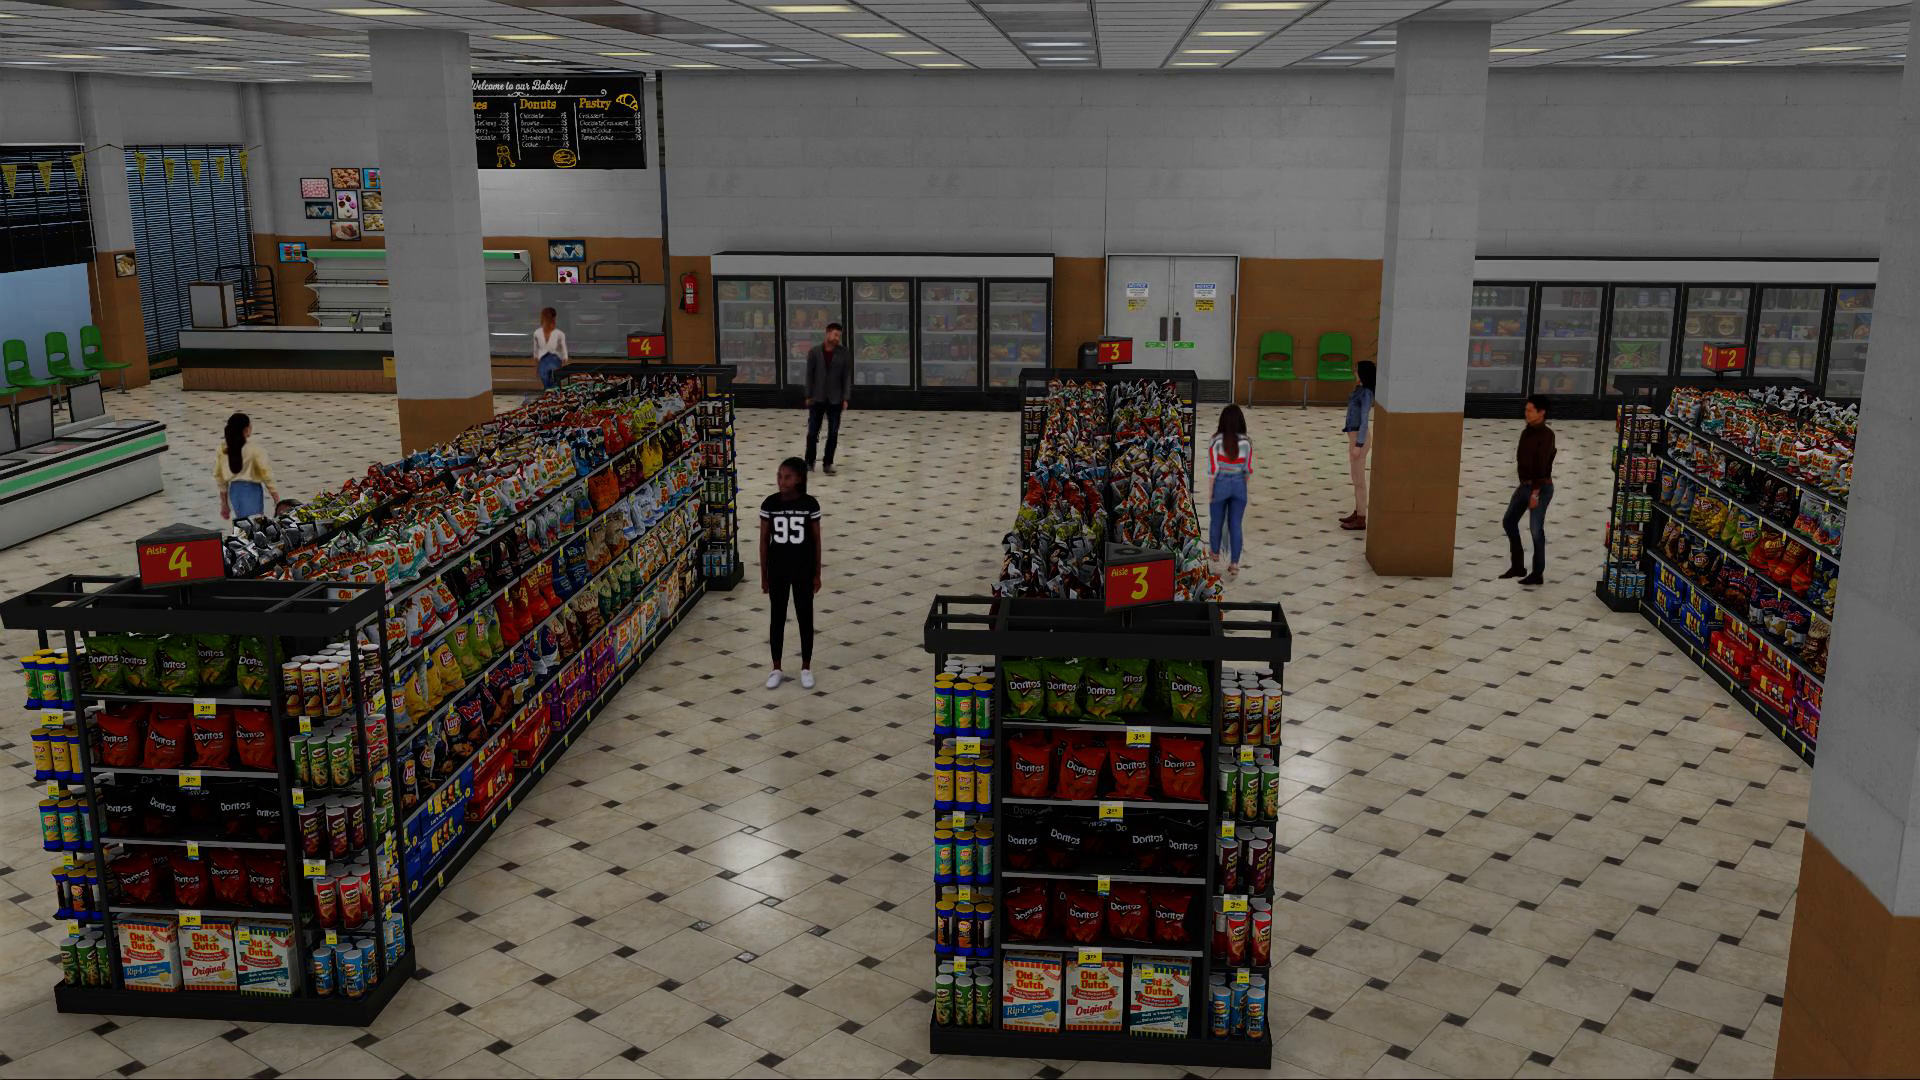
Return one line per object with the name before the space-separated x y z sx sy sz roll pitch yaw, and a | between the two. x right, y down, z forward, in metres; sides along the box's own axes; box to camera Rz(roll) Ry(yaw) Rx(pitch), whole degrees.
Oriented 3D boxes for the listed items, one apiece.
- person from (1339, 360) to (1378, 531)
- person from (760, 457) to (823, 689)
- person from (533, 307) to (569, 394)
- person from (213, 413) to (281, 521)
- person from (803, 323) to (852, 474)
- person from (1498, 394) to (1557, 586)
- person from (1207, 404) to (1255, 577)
person | 4.186 -1.002 17.410 0.688 1.774 0.537 3 14 11
person | -1.253 0.242 12.374 0.622 1.731 0.569 0 14 -1
person | -5.732 -2.368 23.182 0.631 1.709 0.611 1 14 4
person | -6.419 -0.294 14.870 0.732 1.597 1.035 3 14 14
person | -1.643 -1.700 20.137 0.817 1.846 0.638 2 14 9
person | 5.298 -0.442 15.121 0.810 1.765 0.695 -4 14 -17
person | 2.530 -0.437 15.517 0.609 1.569 1.044 1 14 2
